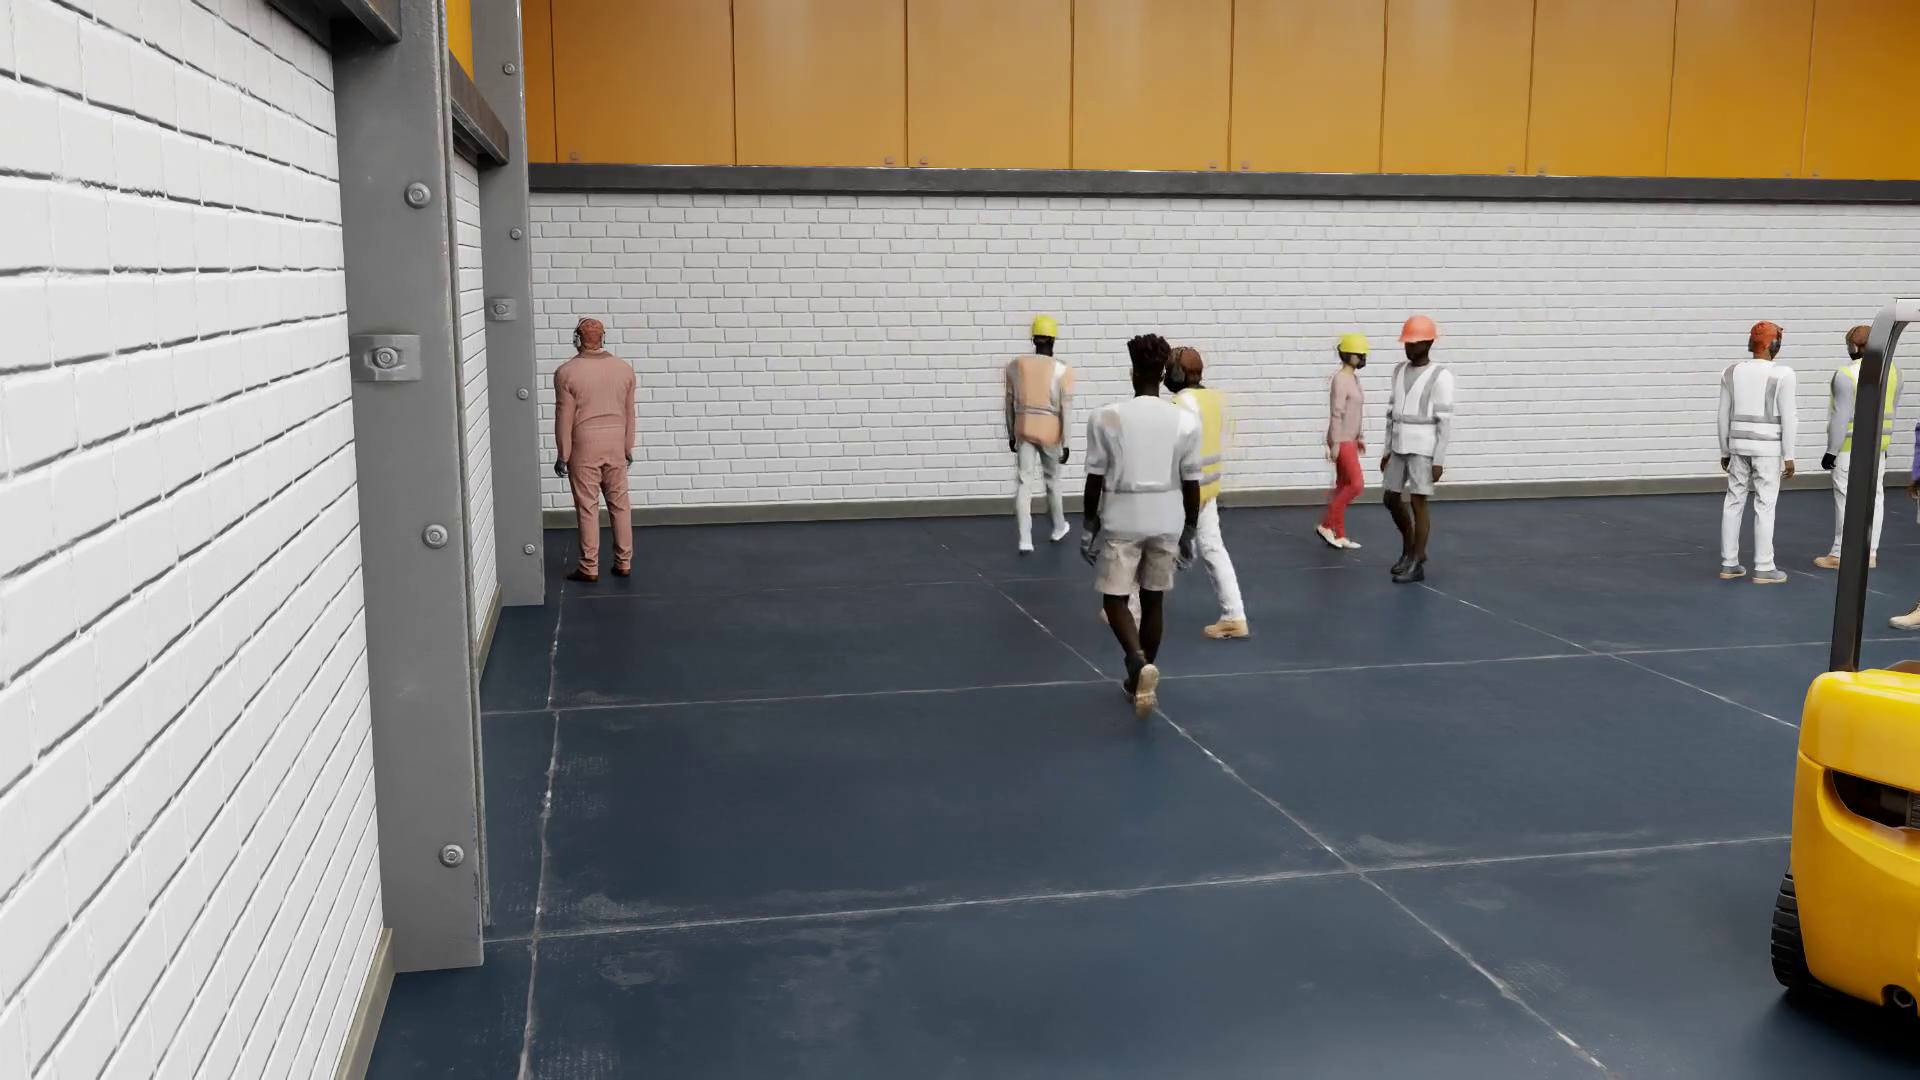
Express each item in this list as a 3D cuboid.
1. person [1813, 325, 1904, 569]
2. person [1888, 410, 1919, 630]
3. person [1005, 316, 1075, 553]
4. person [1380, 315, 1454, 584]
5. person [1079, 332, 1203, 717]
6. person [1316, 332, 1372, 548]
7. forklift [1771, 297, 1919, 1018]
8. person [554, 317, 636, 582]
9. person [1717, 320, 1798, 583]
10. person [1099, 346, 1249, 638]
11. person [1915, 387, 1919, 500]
[{"bbox_3d":[6.734,-0.689,12.500,0.619,1.839,0.430,-4,10,-21],"label":"person"},{"bbox_3d":[6.031,-0.407,10.155,0.395,2.038,0.615,-2,9,-11],"label":"person"},{"bbox_3d":[0.648,-0.855,13.378,0.605,1.872,0.983,3,10,18],"label":"person"},{"bbox_3d":[3.288,-0.658,12.019,0.437,1.932,0.576,-6,11,-31],"label":"person"},{"bbox_3d":[0.926,-0.067,8.382,0.622,1.949,0.751,-1,9,-8],"label":"person"},{"bbox_3d":[3.125,-0.784,13.352,0.365,1.754,0.525,4,10,25],"label":"person"},{"bbox_3d":[3.542,0.334,5.177,2.313,2.155,1.214,-9,13,-43],"label":"forklift"},{"bbox_3d":[-2.653,-0.649,12.040,0.643,1.910,0.400,-8,12,-40],"label":"person"},{"bbox_3d":[5.750,-0.633,12.002,0.354,1.887,0.573,-6,11,-33],"label":"person"},{"bbox_3d":[1.369,-0.289,10.213,0.978,1.790,0.647,6,11,34],"label":"person"},{"bbox_3d":[9.513,-1.276,16.116,0.404,1.823,0.591,7,11,35],"label":"person"}]
